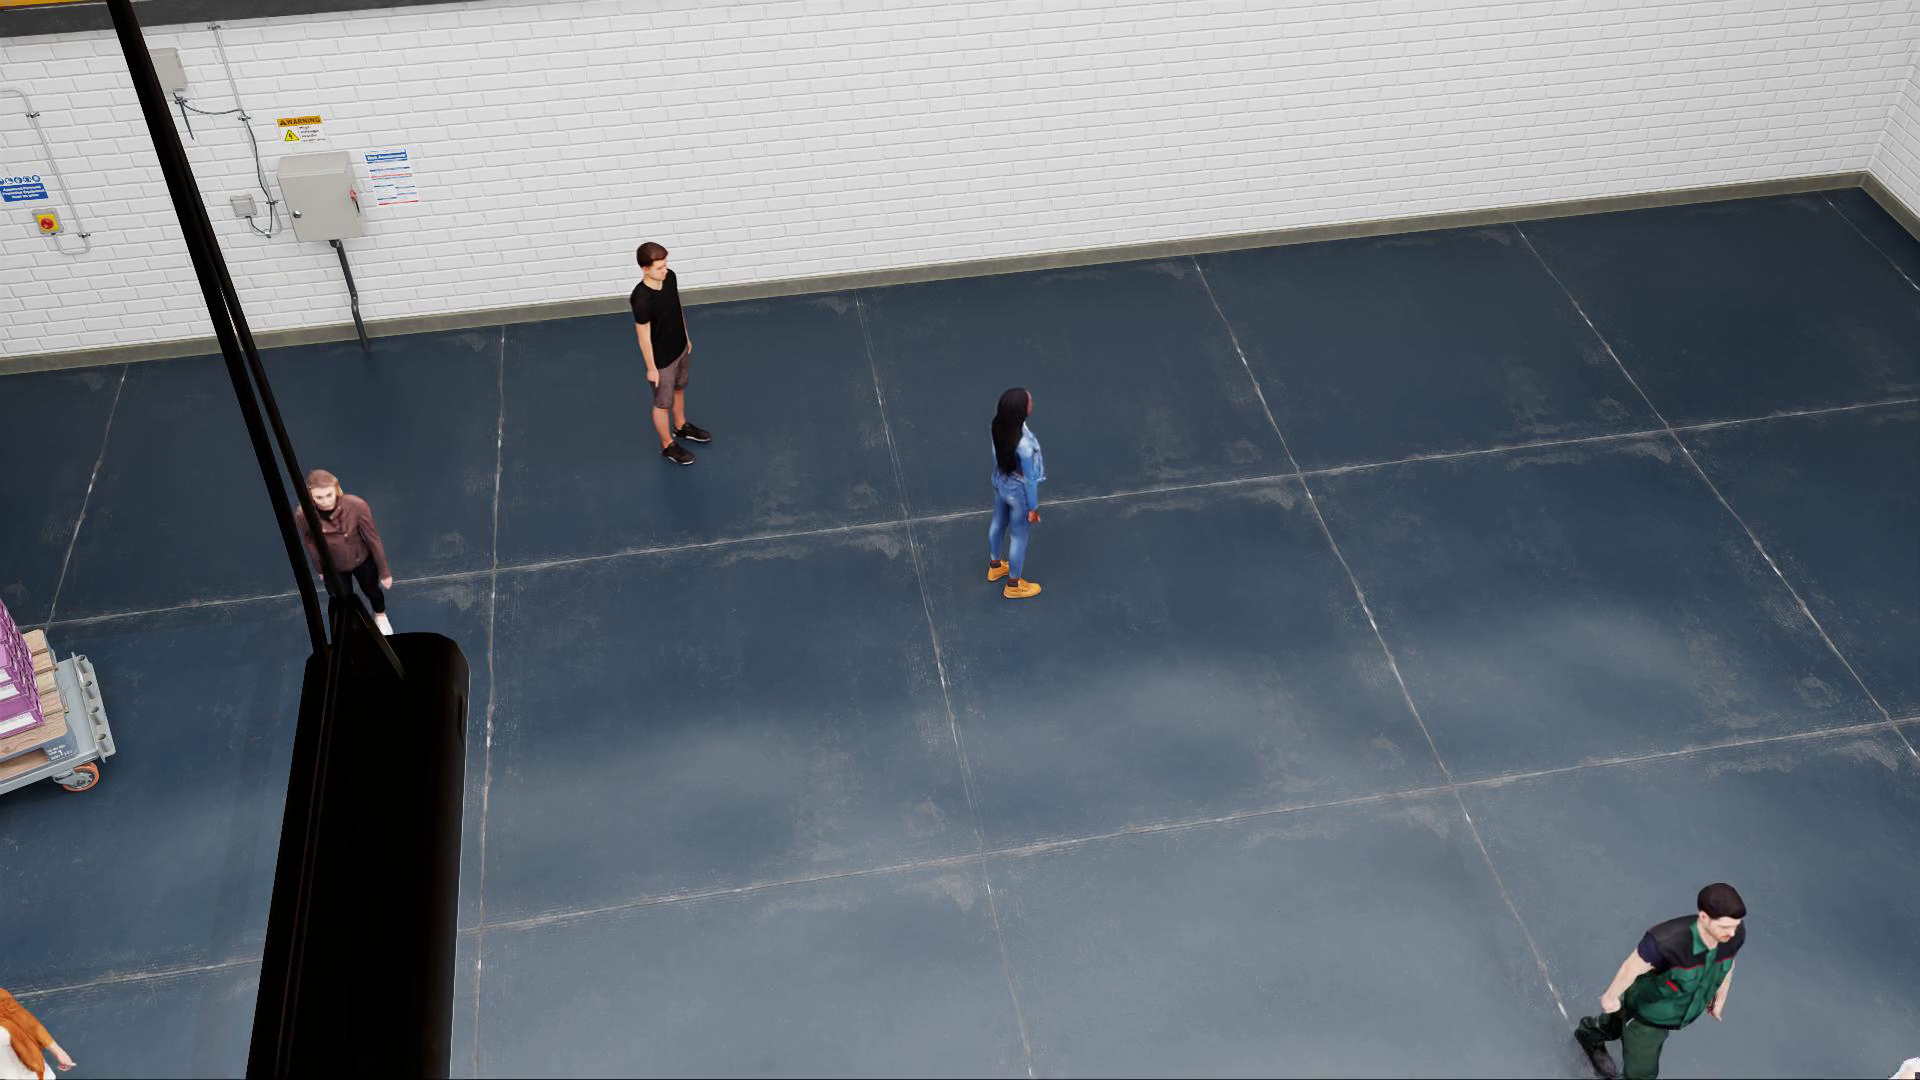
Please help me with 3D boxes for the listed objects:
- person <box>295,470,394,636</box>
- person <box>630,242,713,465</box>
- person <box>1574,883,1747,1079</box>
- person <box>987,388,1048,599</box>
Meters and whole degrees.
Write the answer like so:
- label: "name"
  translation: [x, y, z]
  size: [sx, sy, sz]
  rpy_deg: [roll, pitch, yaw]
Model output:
- label: "person"
  translation: [-3.914, 0.124, 10.682]
  size: [0.740, 1.654, 1.123]
  rpy_deg: [-14, 45, -14]
- label: "person"
  translation: [-2.159, -1.398, 12.128]
  size: [0.804, 1.861, 0.706]
  rpy_deg: [16, 46, 16]
- label: "person"
  translation: [3.453, 2.231, 8.329]
  size: [0.857, 1.848, 1.227]
  rpy_deg: [-14, 45, -14]
- label: "person"
  translation: [0.355, -0.328, 11.113]
  size: [0.736, 1.712, 0.575]
  rpy_deg: [-21, 47, -21]
